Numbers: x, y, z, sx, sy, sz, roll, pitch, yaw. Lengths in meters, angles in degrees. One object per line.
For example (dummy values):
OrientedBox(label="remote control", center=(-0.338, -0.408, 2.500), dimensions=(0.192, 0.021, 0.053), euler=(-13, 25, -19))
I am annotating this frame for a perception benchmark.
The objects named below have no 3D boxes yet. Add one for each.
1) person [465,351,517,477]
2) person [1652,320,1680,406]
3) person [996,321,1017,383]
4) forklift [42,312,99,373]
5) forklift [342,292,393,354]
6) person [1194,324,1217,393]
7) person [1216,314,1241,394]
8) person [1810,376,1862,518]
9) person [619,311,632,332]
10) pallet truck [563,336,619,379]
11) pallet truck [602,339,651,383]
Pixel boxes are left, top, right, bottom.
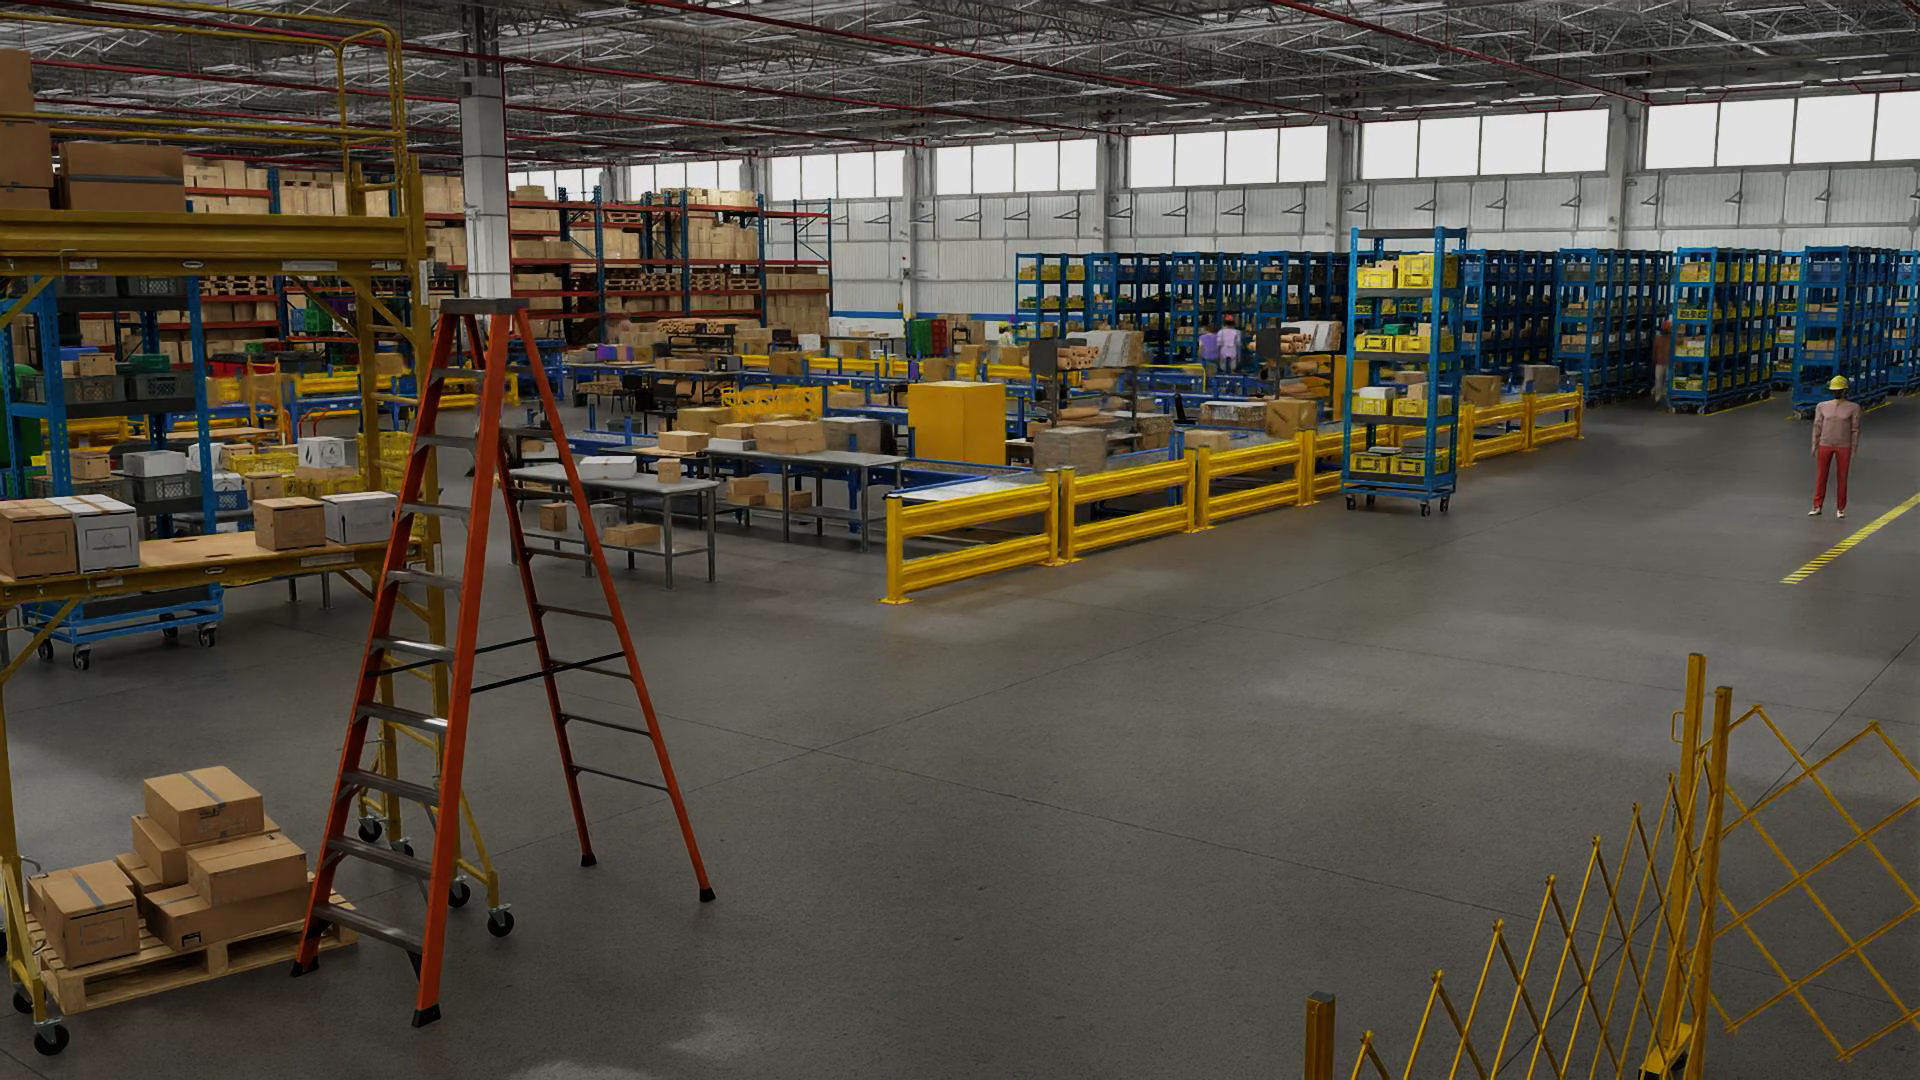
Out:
OrientedBox(label="person", center=(-7.073, -1.908, 25.050), dimensions=(0.547, 1.896, 1.015), euler=(4, 10, 22))
OrientedBox(label="person", center=(16.280, -4.082, 38.353), dimensions=(0.618, 1.970, 0.884), euler=(6, 11, 35))
OrientedBox(label="person", center=(1.160, -4.774, 43.124), dimensions=(0.451, 1.816, 0.622), euler=(4, 10, 21))
OrientedBox(label="forklift", center=(-23.779, -5.451, 44.052), dimensions=(1.873, 2.768, 1.129), euler=(7, 11, 36))
OrientedBox(label="forklift", center=(-16.485, -5.622, 45.120), dimensions=(1.129, 2.768, 1.873), euler=(7, 11, 37))
OrientedBox(label="person", center=(6.243, -4.545, 41.808), dimensions=(0.592, 1.816, 0.744), euler=(-2, 9, -12))
OrientedBox(label="person", center=(6.698, -4.617, 41.493), dimensions=(0.632, 2.024, 0.560), euler=(0, 9, -1))
OrientedBox(label="person", center=(10.918, -1.158, 20.748), dimensions=(0.541, 1.765, 0.333), euler=(7, 11, 37))
OrientedBox(label="person", center=(-10.458, -6.232, 52.063), dimensions=(0.911, 1.870, 0.642), euler=(-7, 12, -38))
OrientedBox(label="pallet truck", center=(-10.690, -5.294, 48.215), dimensions=(1.601, 1.201, 0.680), euler=(-5, 10, -26))
OrientedBox(label="pallet truck", center=(-8.991, -4.871, 45.351), dimensions=(0.653, 1.274, 1.630), euler=(7, 11, 37))
